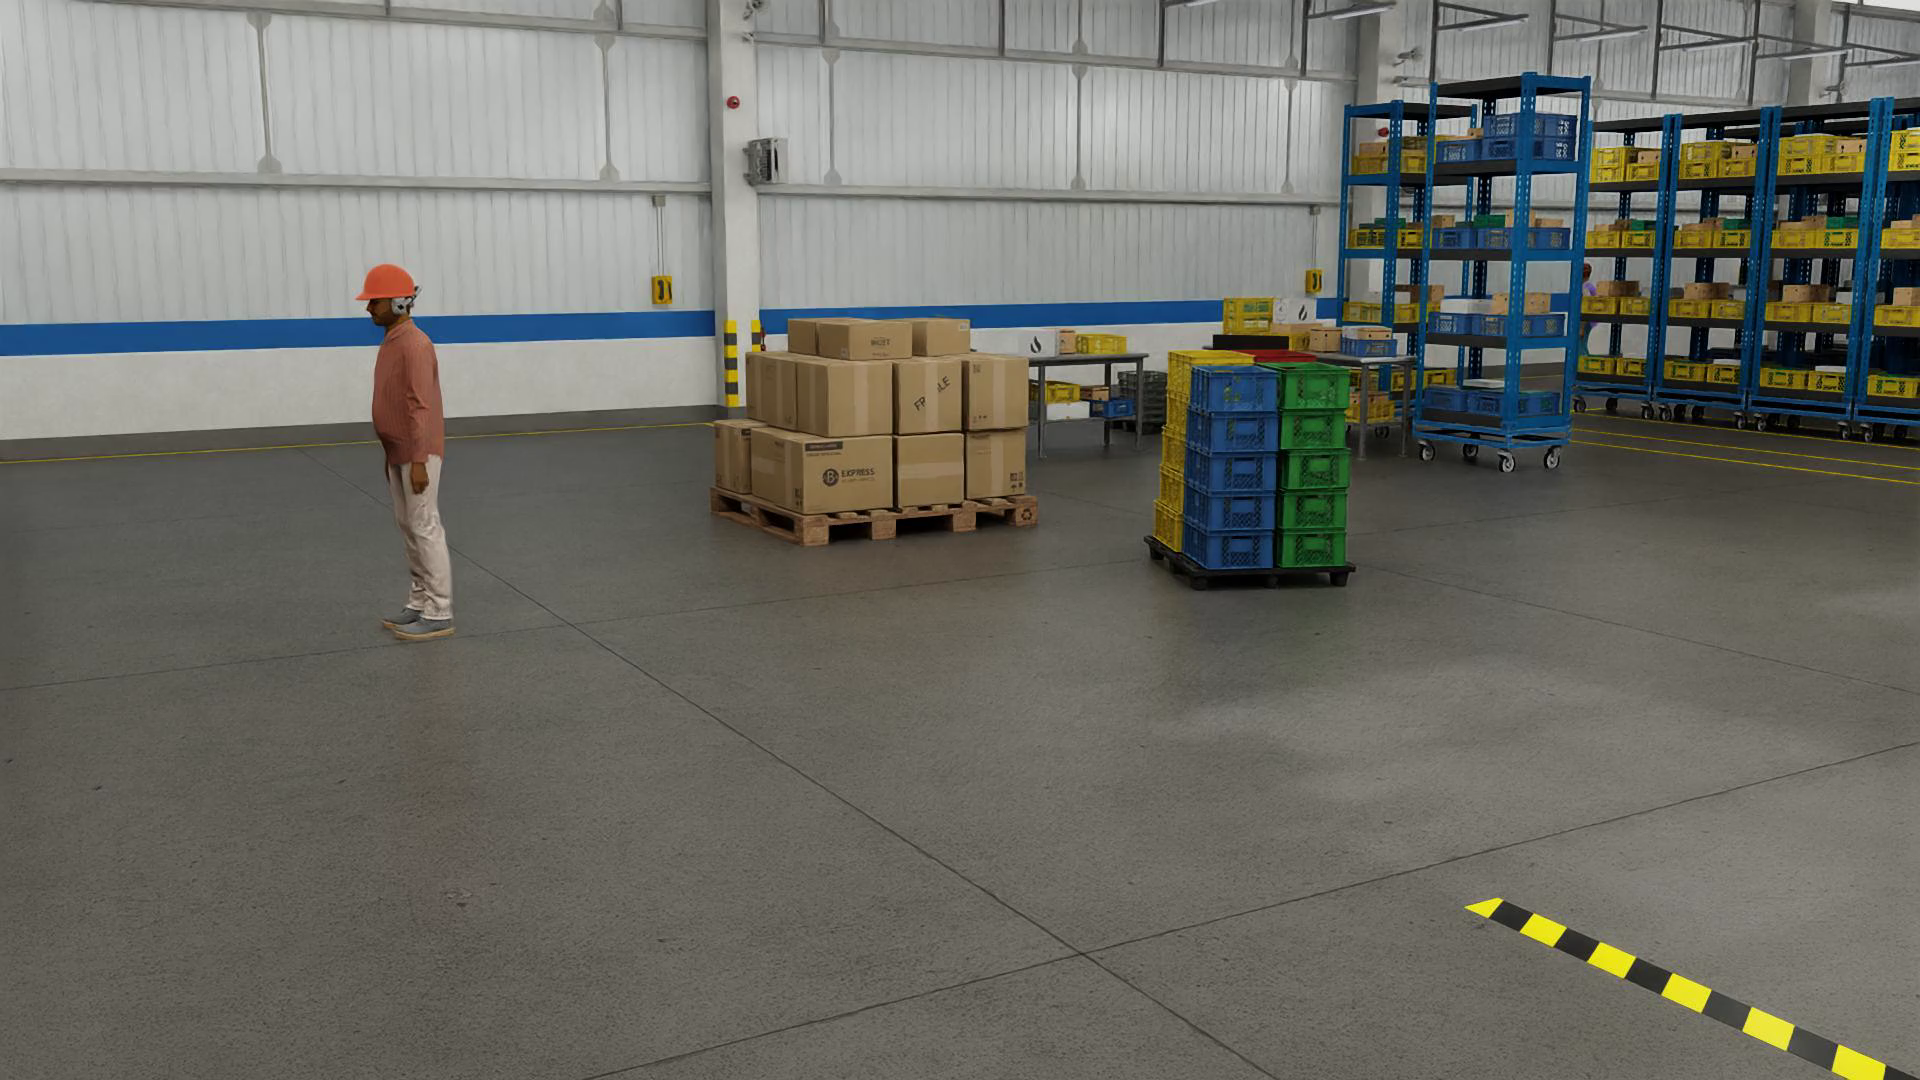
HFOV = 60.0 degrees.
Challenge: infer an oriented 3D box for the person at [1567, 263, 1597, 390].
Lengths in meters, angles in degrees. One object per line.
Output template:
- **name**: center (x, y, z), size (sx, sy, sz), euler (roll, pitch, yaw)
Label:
- **person**: center (8.939, -3.049, 23.863), size (0.375, 1.843, 0.575), euler (3, 10, 16)

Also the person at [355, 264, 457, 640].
- **person**: center (-2.955, -0.464, 8.849), size (0.413, 1.985, 0.611), euler (-7, 12, -35)
